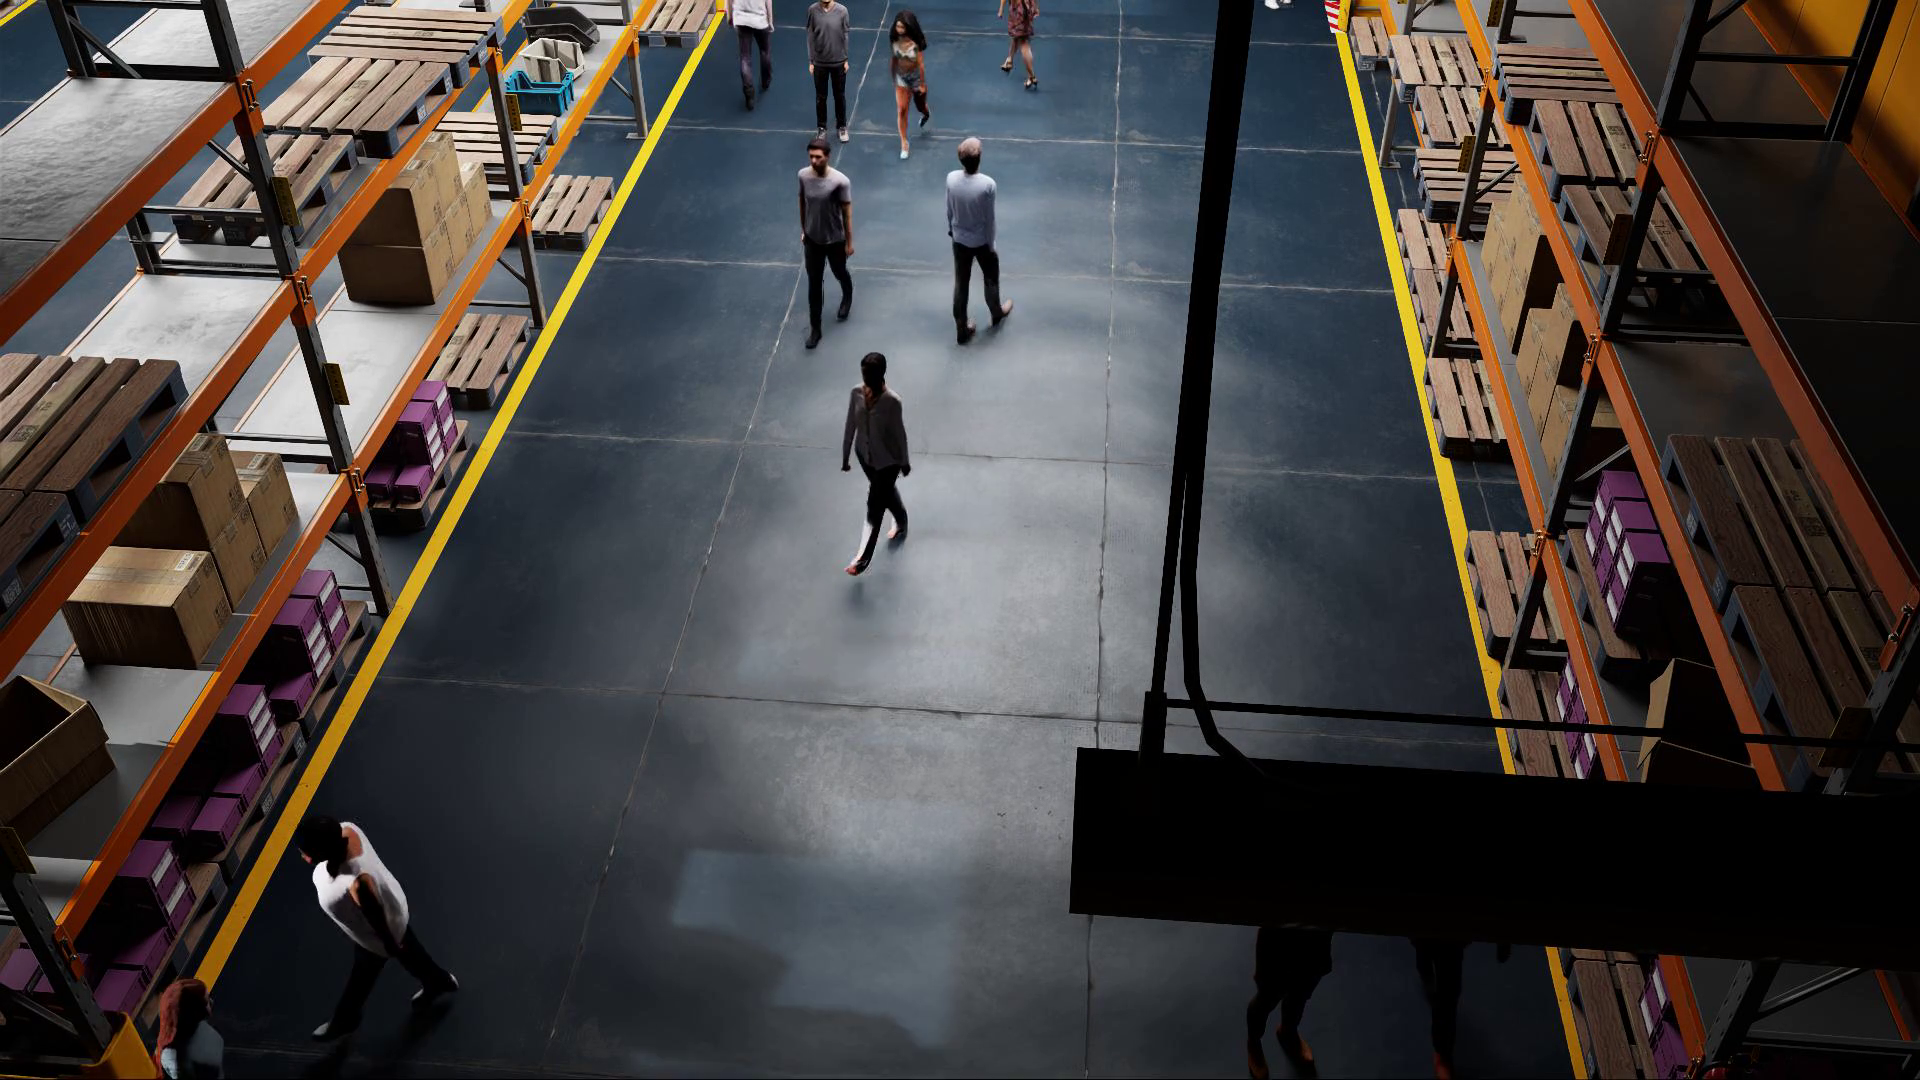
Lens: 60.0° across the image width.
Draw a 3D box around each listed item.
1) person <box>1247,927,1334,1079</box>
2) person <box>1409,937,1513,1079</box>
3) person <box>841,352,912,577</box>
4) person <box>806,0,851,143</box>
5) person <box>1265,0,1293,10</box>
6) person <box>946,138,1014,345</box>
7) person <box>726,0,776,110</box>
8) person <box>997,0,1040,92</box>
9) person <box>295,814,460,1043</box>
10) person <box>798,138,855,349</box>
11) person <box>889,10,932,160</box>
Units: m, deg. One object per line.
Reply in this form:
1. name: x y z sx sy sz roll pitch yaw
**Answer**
1. person: 1.748 2.169 8.738 0.700 1.711 0.692 -12 40 -15
2. person: 2.660 1.975 8.931 0.805 1.773 1.235 -3 39 -4
3. person: -0.557 -0.641 12.245 0.944 1.726 1.190 21 43 24
4. person: -1.407 -5.158 17.872 0.650 1.761 0.592 -3 39 -3
5. person: 4.110 -7.569 20.986 0.711 1.643 0.636 32 48 34
6. person: 0.072 -2.571 14.545 0.901 1.871 1.063 18 42 21
7. person: -2.330 -5.705 18.531 0.775 1.794 1.113 -1 39 -1
8. person: 0.749 -5.948 18.876 0.956 1.744 1.039 -26 45 -29
9. person: -3.102 2.023 8.973 1.019 1.646 1.089 -16 41 -20
10. person: -1.144 -2.699 14.739 0.841 1.830 1.206 11 40 13
11. person: -0.494 -4.876 17.666 0.723 1.579 1.063 14 41 16
